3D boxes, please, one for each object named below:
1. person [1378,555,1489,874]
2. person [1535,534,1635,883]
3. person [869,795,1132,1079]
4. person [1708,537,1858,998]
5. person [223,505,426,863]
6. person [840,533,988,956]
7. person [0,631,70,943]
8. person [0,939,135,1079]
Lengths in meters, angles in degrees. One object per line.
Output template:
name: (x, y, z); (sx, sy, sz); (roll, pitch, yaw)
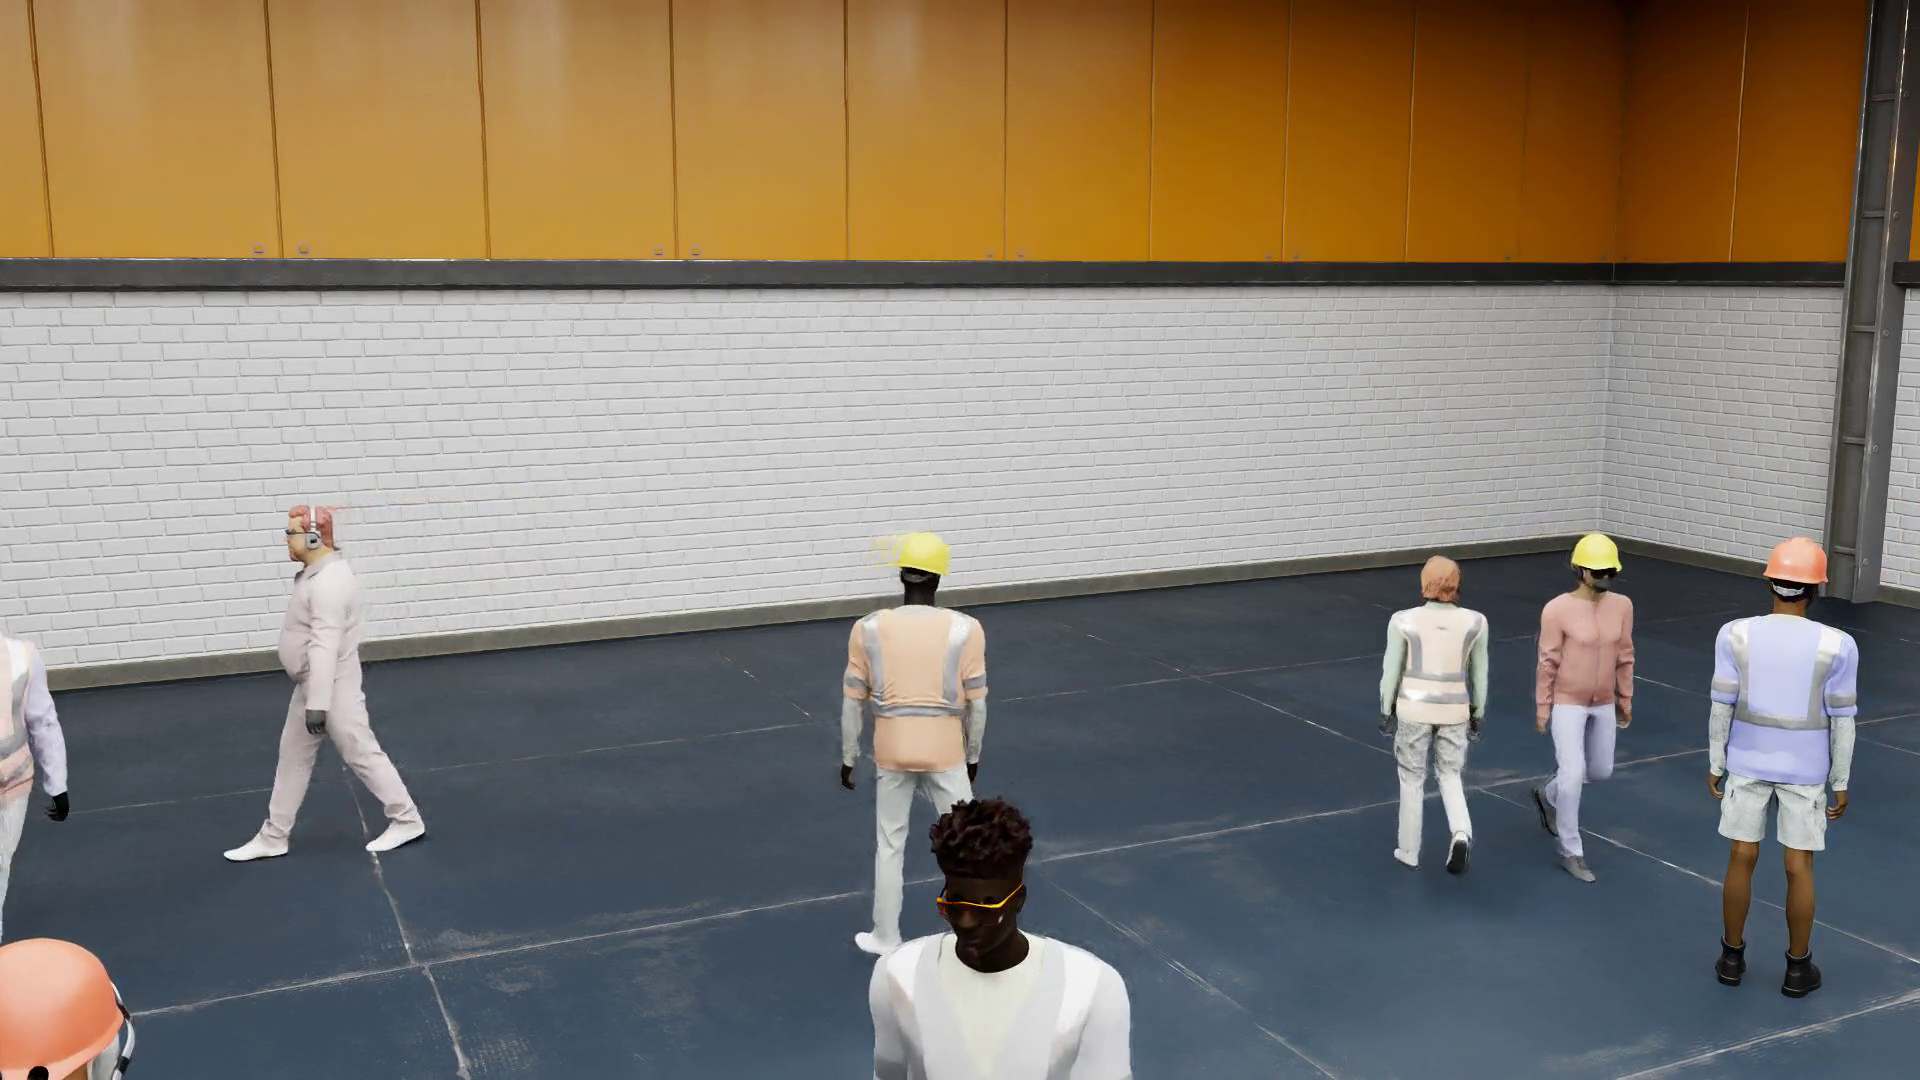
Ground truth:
person: (2.379, 0.897, 8.315); (0.531, 1.625, 0.500); (0, 9, 1)
person: (3.130, 0.807, 8.488); (0.532, 1.750, 0.627); (-3, 10, -17)
person: (0.075, 1.502, 3.642); (0.607, 1.910, 1.004); (2, 9, 11)
person: (3.453, 0.947, 7.015); (0.551, 1.935, 0.371); (6, 11, 32)
person: (-3.276, 0.738, 8.576); (0.980, 1.860, 0.659); (-4, 10, -26)
person: (-0.138, 0.928, 7.244); (0.810, 1.903, 0.461); (1, 9, 7)
person: (-3.981, 1.050, 6.787); (0.918, 1.798, 0.655); (9, 13, 44)
person: (-1.452, 1.604, 2.760); (0.626, 1.991, 0.393); (-1, 9, -5)
